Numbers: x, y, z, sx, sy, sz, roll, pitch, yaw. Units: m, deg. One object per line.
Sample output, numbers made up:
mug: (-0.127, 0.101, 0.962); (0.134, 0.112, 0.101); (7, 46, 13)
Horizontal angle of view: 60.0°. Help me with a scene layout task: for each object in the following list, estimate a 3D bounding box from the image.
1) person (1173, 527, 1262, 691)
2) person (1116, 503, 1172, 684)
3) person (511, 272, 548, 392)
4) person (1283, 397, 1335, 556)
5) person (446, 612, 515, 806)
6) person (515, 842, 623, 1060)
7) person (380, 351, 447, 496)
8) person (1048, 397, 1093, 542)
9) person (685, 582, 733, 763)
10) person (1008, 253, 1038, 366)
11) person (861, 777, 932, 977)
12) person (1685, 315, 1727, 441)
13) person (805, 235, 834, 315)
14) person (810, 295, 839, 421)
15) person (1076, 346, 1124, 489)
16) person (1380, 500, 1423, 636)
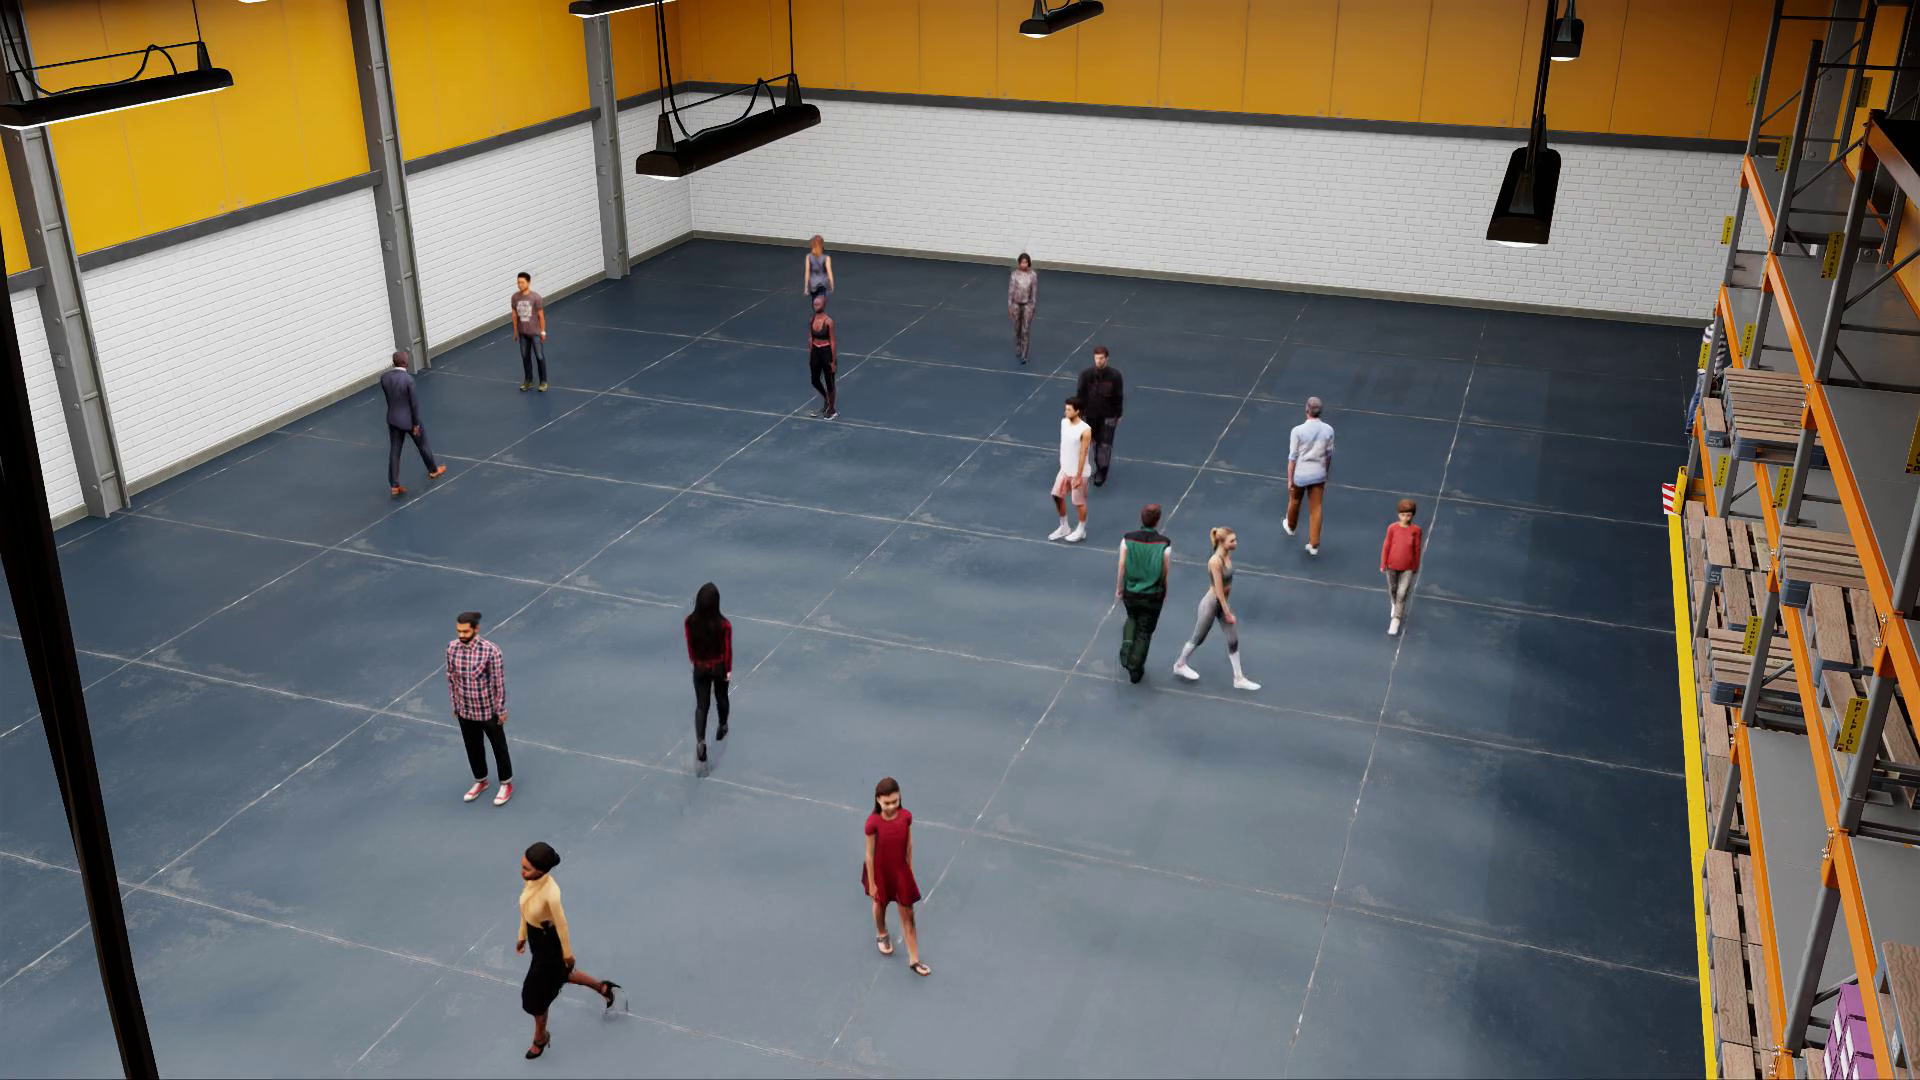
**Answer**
person: (2.361, 0.662, 15.957); (0.787, 1.653, 1.092); (14, 27, 29)
person: (1.758, 0.541, 16.027); (0.635, 1.817, 0.661); (8, 25, 17)
person: (-6.274, -3.051, 24.293); (0.673, 1.778, 0.608); (3, 24, 8)
person: (3.990, -0.692, 18.896); (1.021, 1.779, 1.276); (-2, 24, -4)
person: (-4.076, 1.404, 14.124); (0.714, 1.761, 0.634); (5, 24, 10)
person: (-2.720, 2.723, 11.267); (1.039, 1.632, 0.895); (-15, 28, -31)
person: (-6.920, -1.420, 20.559); (0.727, 1.781, 1.186); (7, 25, 16)
person: (1.399, -0.823, 19.205); (0.851, 1.771, 0.806); (-16, 28, -32)
person: (-2.241, 1.191, 14.773); (0.792, 1.631, 1.093); (1, 24, 2)
person: (0.951, -3.574, 25.635); (0.821, 1.662, 1.221); (2, 24, 3)
person: (-0.544, 2.380, 12.187); (0.910, 1.523, 0.994); (-10, 25, -21)
person: (10.083, -2.267, 22.414); (0.739, 1.847, 0.528); (4, 24, 9)
person: (-2.265, -3.957, 26.505); (0.745, 1.666, 1.224); (4, 24, 8)
person: (-1.871, -2.580, 23.243); (0.718, 1.756, 0.690); (12, 26, 25)
person: (1.792, -1.584, 20.931); (0.775, 1.784, 1.151); (6, 24, 14)
person: (4.575, 0.235, 17.267); (0.545, 1.384, 0.949); (9, 25, 20)
